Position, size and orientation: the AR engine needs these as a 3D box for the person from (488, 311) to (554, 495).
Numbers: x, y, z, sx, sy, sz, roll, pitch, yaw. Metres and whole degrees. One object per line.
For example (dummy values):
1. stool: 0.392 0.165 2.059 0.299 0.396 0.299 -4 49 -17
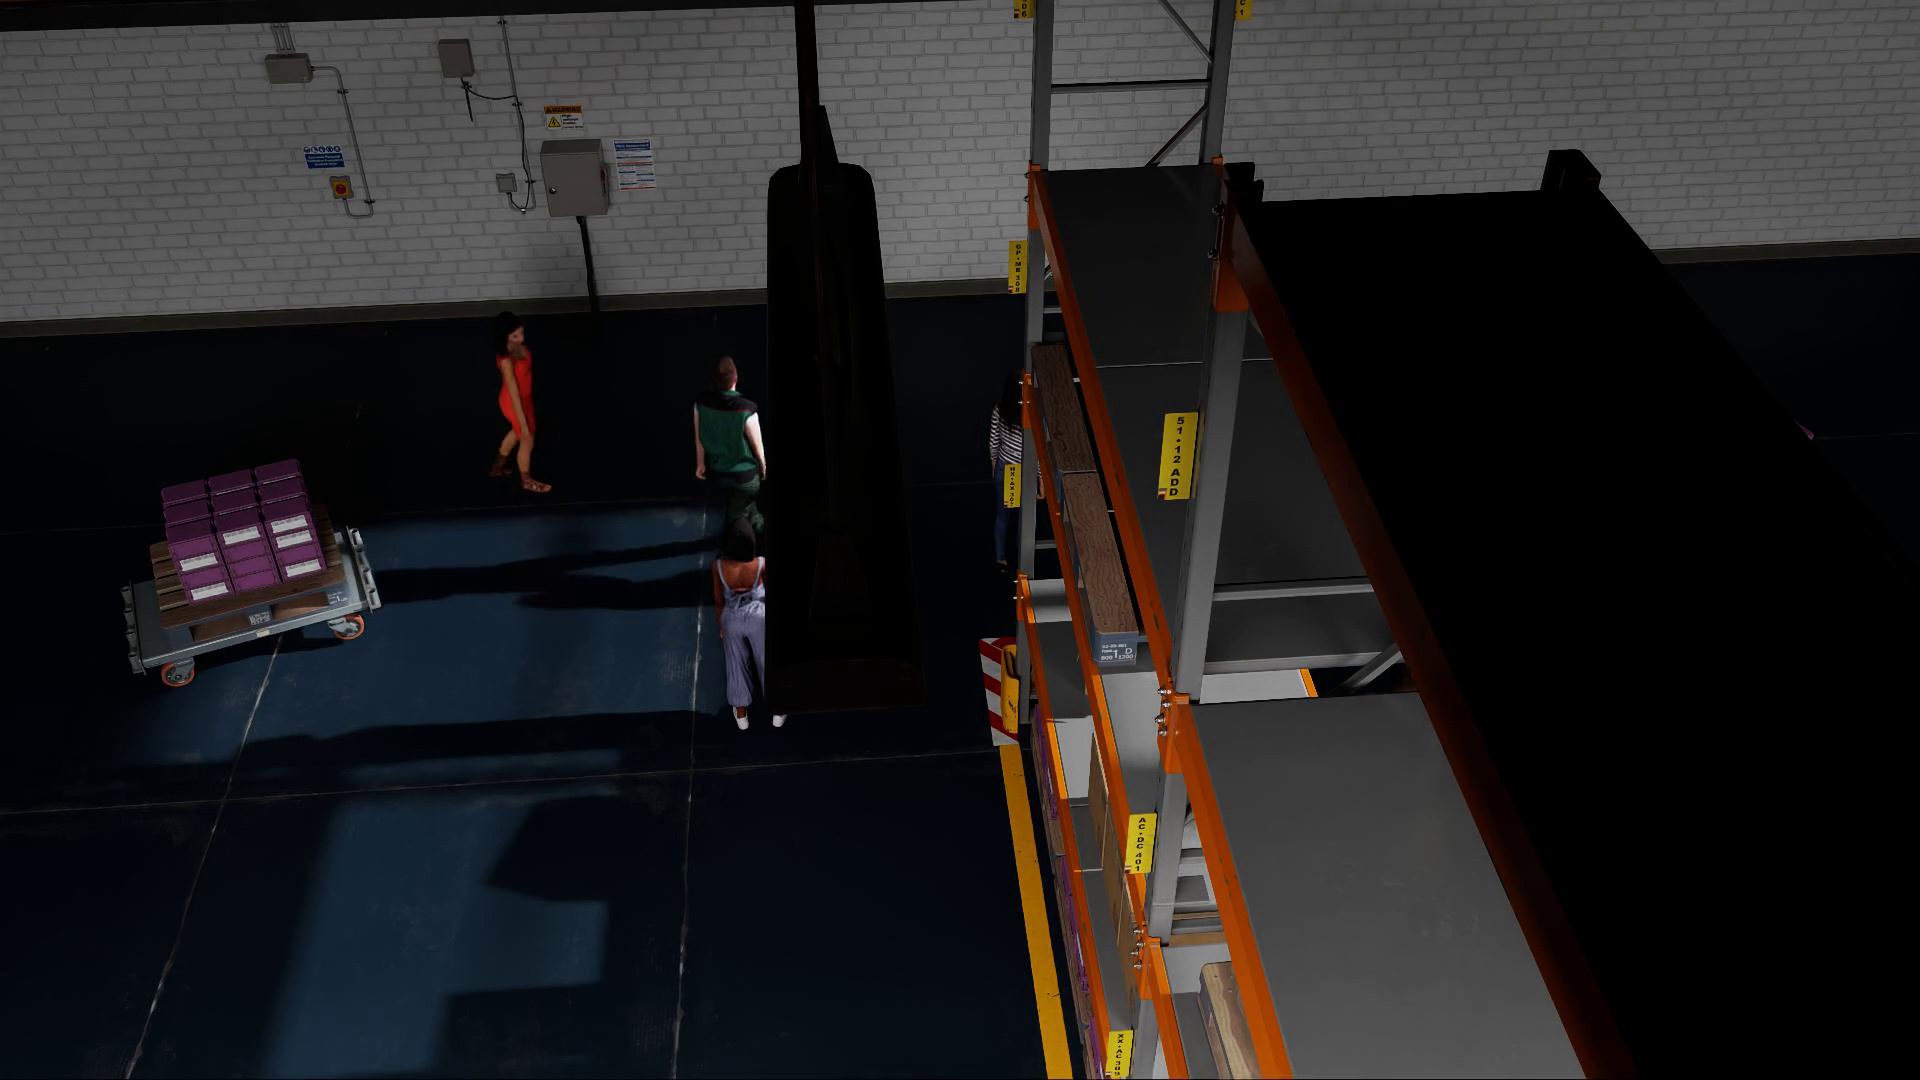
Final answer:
1. person: -3.440 -1.052 12.809 0.750 1.696 0.697 -12 40 -15

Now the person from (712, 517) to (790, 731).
1. person: -1.372 0.546 10.808 0.587 1.696 0.520 -1 39 -1

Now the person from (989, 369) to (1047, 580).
1. person: 0.407 -0.448 11.974 0.665 1.795 0.705 24 44 27

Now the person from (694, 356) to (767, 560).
1. person: -1.657 -0.472 12.002 0.996 1.797 1.258 13 40 16
